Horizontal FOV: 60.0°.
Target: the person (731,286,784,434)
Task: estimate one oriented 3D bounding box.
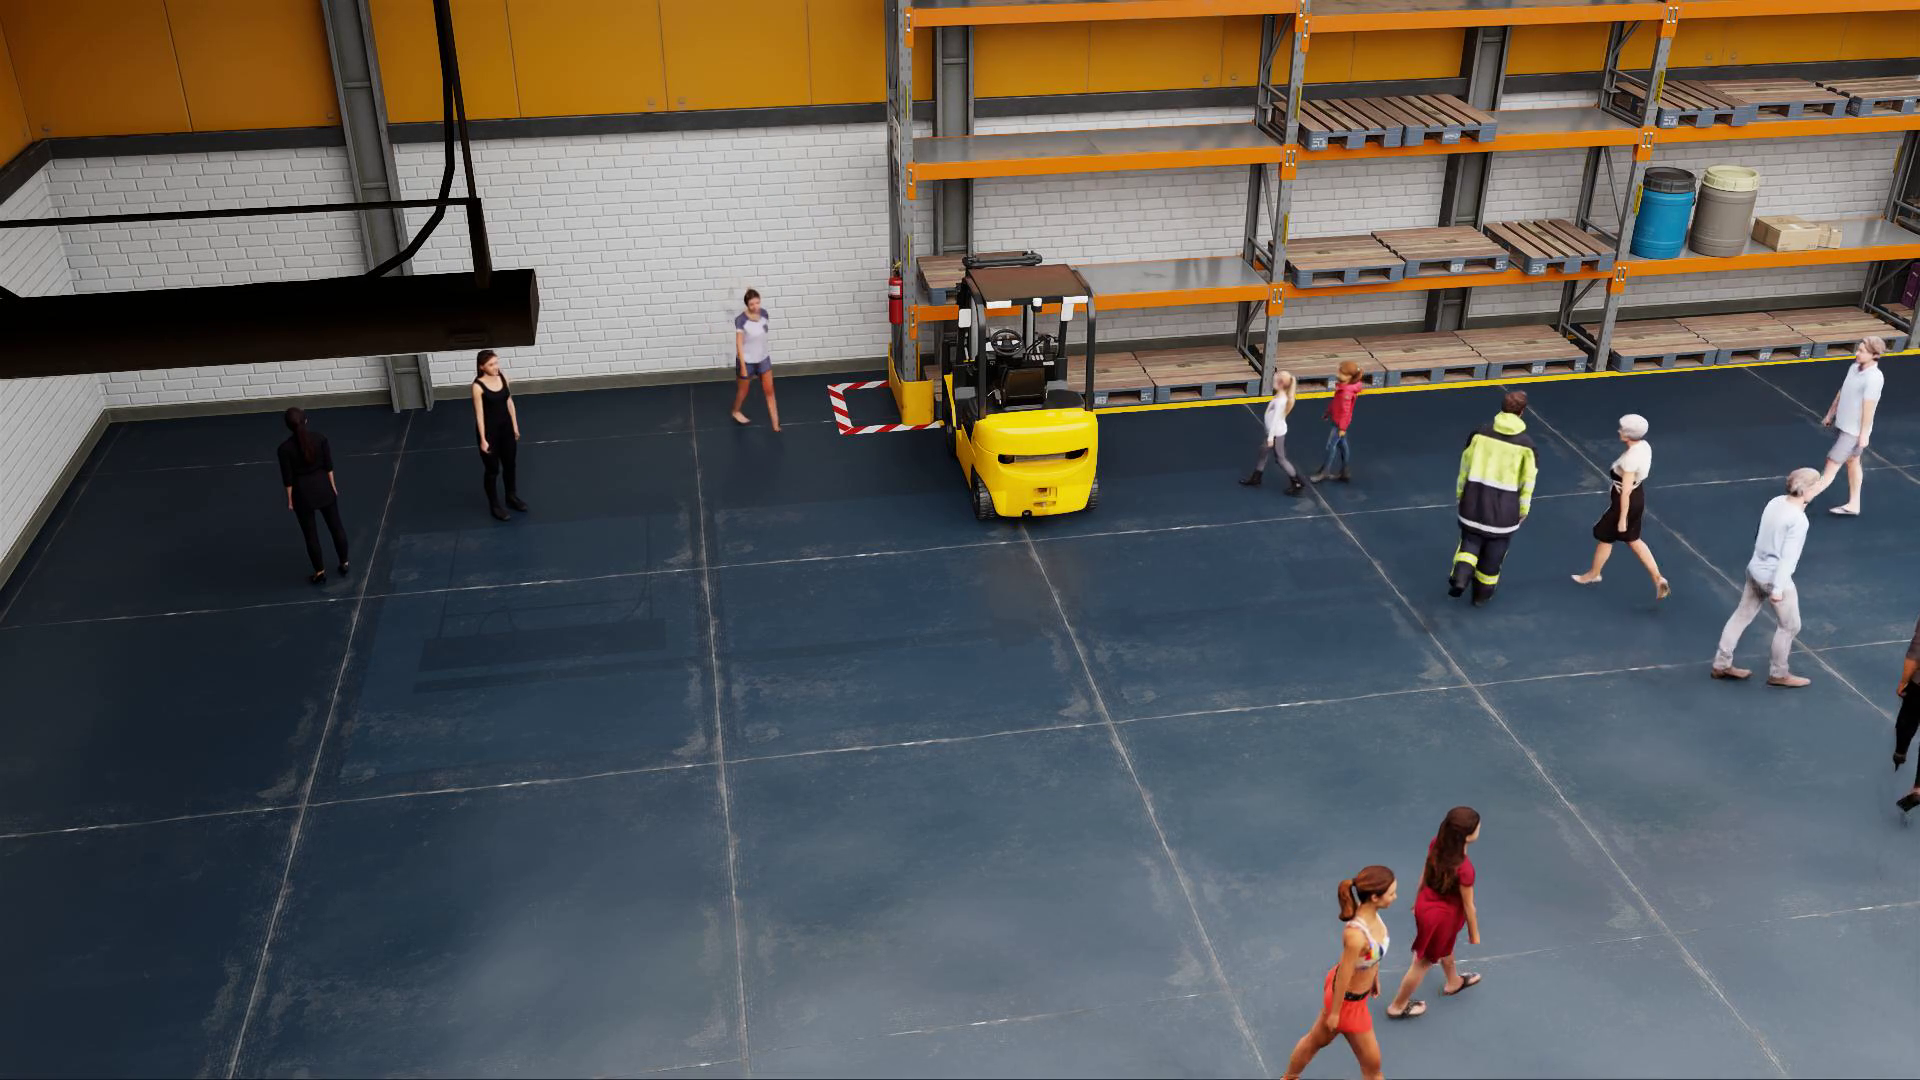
[{"bbox_3d":[-2.203,-1.892,17.354,1.050,1.580,0.943,-23,36,-36],"label":"person"}]

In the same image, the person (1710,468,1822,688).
[{"bbox_3d":[6.251,0.307,13.027,1.003,1.865,0.811,3,29,5],"label":"person"}]

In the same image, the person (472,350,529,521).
[{"bbox_3d":[-4.360,-1.014,15.635,0.741,1.686,0.679,19,34,30],"label":"person"}]

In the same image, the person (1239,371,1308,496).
[{"bbox_3d":[3.126,-1.023,16.094,0.951,1.263,0.750,8,30,14],"label":"person"}]

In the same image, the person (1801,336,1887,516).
[{"bbox_3d":[8.426,-1.023,15.528,1.145,1.803,0.918,5,29,8],"label":"person"}]

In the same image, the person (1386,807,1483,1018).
[{"bbox_3d":[2.776,2.239,9.842,0.933,1.523,0.622,-9,30,-15],"label":"person"}]

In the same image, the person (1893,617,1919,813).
[{"bbox_3d":[6.831,1.094,11.649,1.167,1.801,1.163,14,32,25],"label":"person"}]

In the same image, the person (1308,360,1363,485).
[{"bbox_3d":[3.790,-1.149,16.289,0.741,1.297,0.658,8,30,13],"label":"person"}]

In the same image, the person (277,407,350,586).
[{"bbox_3d":[-5.643,-0.384,14.506,0.632,1.661,0.742,-20,35,-33],"label":"person"}]

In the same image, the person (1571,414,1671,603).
[{"bbox_3d":[5.768,-0.228,14.162,1.107,1.717,1.098,-24,37,-36],"label":"person"}]

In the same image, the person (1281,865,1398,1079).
[{"bbox_3d":[2.041,2.497,9.132,1.191,1.749,0.985,12,31,21],"label":"person"}]

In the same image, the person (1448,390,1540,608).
[{"bbox_3d":[4.459,-0.298,14.036,1.033,1.959,1.093,17,33,28],"label":"person"}]
